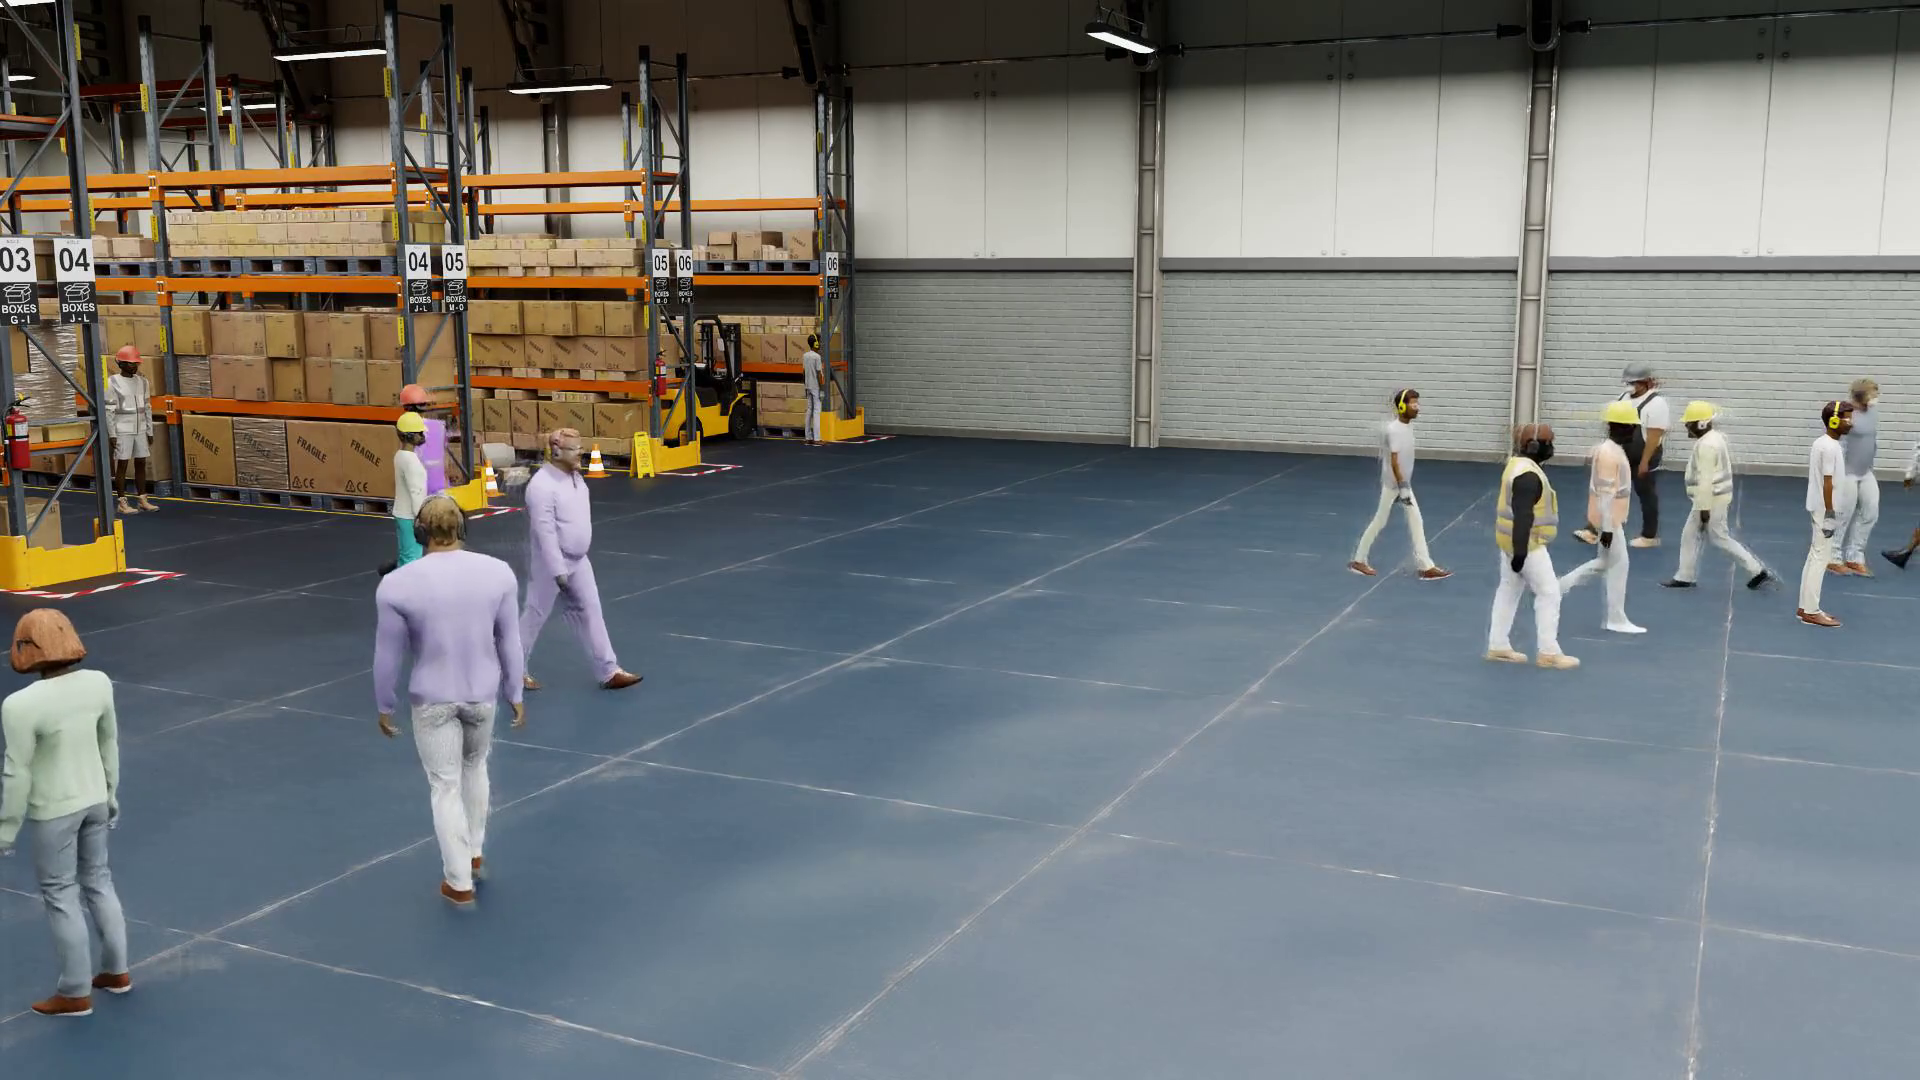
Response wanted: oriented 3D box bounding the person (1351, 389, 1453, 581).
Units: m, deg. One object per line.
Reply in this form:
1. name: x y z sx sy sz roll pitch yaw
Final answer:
1. person: 4.186 -0.521 15.803 0.994 1.818 0.513 9 13 43

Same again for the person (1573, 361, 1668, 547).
1. person: 6.993 -0.902 17.444 1.004 2.000 0.696 -4 10 -21

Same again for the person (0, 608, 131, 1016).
1. person: -3.540 1.074 6.577 0.277 1.632 0.514 3 10 16

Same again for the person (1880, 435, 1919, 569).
1. person: 9.521 -0.645 16.327 0.986 1.882 0.574 -1 9 -5

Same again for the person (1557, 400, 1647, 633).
1. person: 5.215 -0.196 13.553 0.750 1.903 0.590 4 10 22

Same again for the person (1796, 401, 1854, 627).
1. person: 7.202 -0.223 13.812 0.313 1.866 0.539 3 10 19

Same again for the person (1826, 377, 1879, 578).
1. person: 8.590 -0.591 15.894 0.668 1.923 0.521 -5 10 -27

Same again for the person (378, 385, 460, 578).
1. person: -5.004 -0.496 15.459 1.007 1.885 0.552 6 11 31

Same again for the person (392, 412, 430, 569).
1. person: -4.558 -0.183 13.874 0.326 1.769 0.524 -5 11 -29

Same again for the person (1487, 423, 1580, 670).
1. person: 4.320 0.045 12.341 0.762 1.818 0.630 2 9 10

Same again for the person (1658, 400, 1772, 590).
1. person: 6.919 -0.379 15.106 0.880 1.778 0.598 4 10 22

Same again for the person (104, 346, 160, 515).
1. person: -9.965 -1.318 20.027 0.403 2.035 0.606 5 10 26

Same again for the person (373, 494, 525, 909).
1. person: -2.422 0.729 7.832 0.659 1.911 0.762 -6 11 -31

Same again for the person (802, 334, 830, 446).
1. person: -2.422 -2.507 27.805 0.328 1.872 0.509 -8 12 -40

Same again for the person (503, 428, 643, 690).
1. person: -2.767 0.150 11.575 1.008 1.857 0.648 3 10 19
